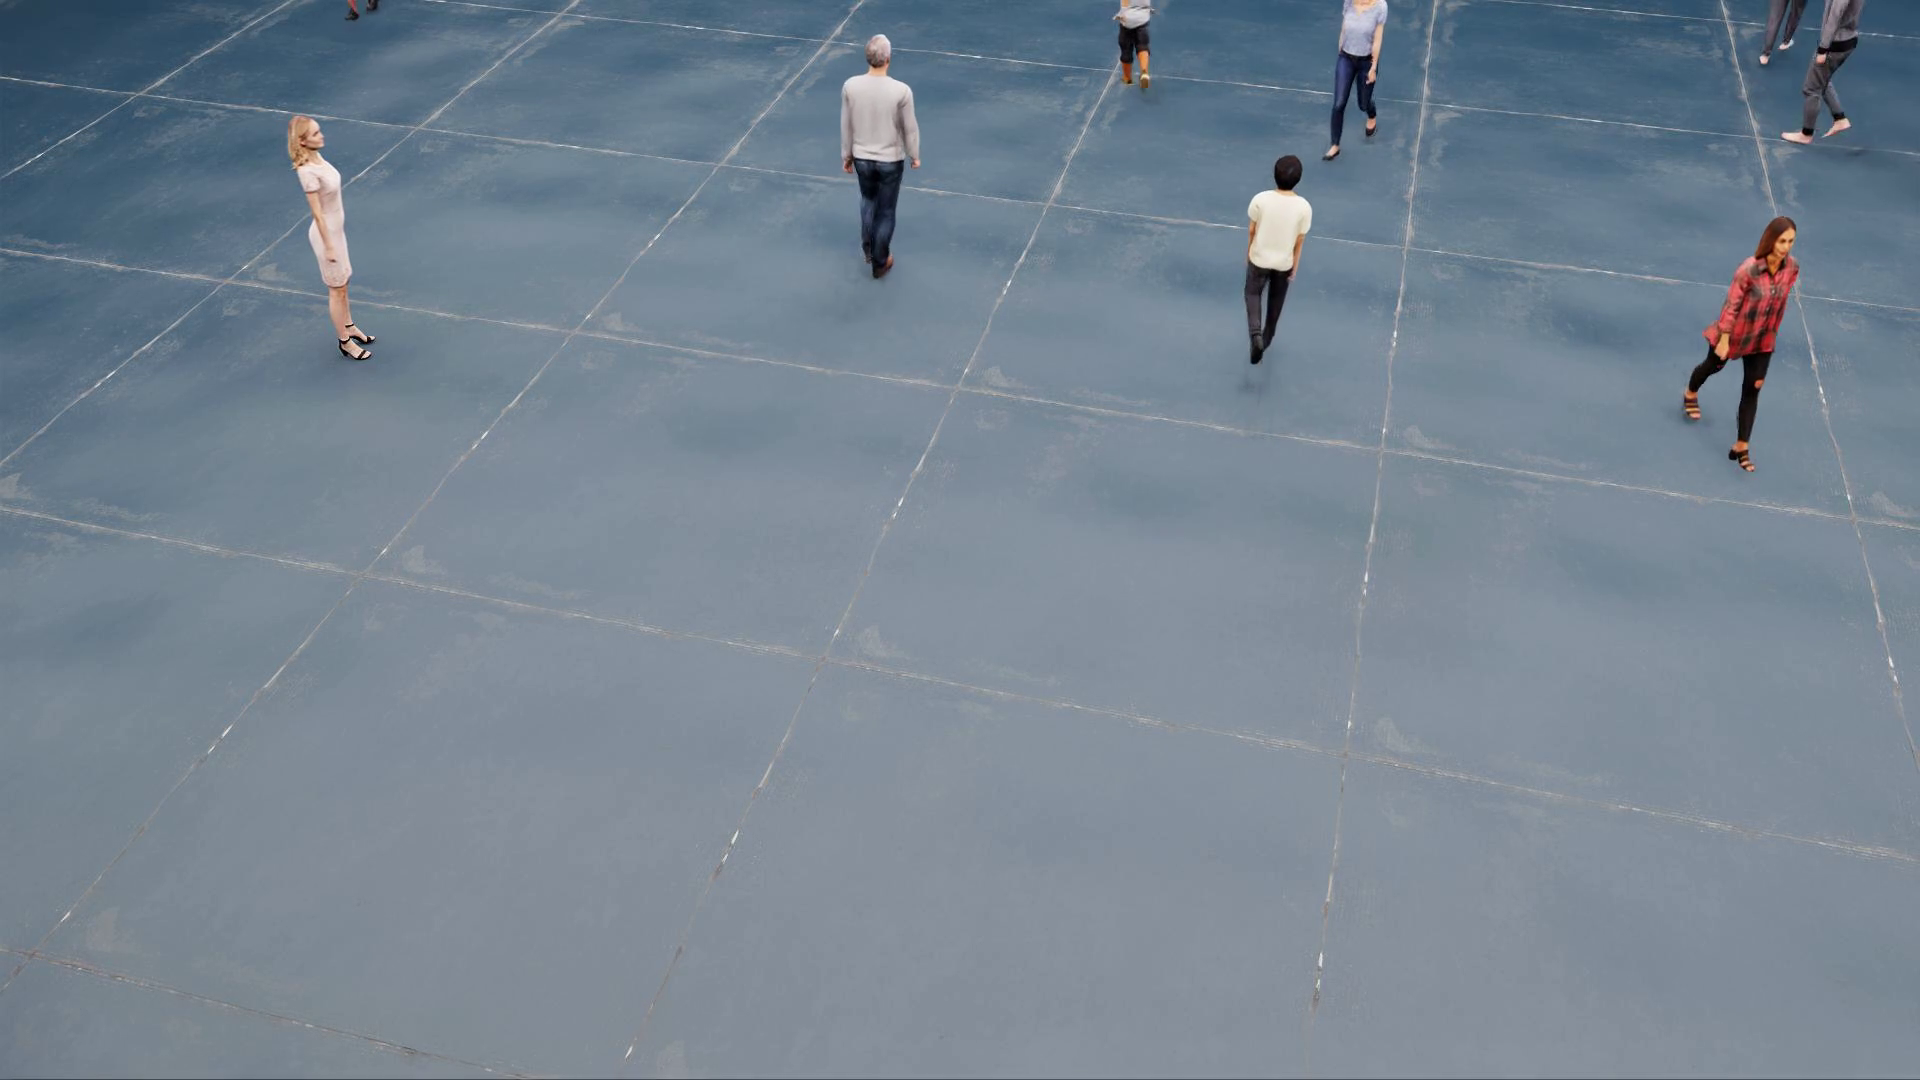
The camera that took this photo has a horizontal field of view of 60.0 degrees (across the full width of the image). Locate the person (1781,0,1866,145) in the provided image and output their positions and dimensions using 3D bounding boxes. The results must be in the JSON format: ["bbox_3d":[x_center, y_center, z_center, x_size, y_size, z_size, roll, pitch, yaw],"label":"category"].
[{"bbox_3d":[7.784,-4.343,14.627,0.954,1.824,0.889,30,47,32],"label":"person"}]

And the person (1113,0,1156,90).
[{"bbox_3d":[1.687,-5.009,15.782,0.772,1.450,0.878,-8,39,-10],"label":"person"}]

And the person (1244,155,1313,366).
[{"bbox_3d":[2.199,-1.938,11.759,0.647,1.571,0.877,6,38,7],"label":"person"}]

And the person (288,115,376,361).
[{"bbox_3d":[-4.493,-2.151,11.821,0.686,1.830,0.548,-4,38,-5],"label":"person"}]

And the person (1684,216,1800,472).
[{"bbox_3d":[5.119,-1.376,10.974,0.908,1.654,1.201,-5,38,-6],"label":"person"}]

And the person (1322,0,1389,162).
[{"bbox_3d":[3.519,-4.195,14.534,0.785,1.706,1.043,24,44,28],"label":"person"}]

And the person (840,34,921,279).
[{"bbox_3d":[-0.642,-2.858,12.675,0.734,1.892,0.651,10,39,13],"label":"person"}]
